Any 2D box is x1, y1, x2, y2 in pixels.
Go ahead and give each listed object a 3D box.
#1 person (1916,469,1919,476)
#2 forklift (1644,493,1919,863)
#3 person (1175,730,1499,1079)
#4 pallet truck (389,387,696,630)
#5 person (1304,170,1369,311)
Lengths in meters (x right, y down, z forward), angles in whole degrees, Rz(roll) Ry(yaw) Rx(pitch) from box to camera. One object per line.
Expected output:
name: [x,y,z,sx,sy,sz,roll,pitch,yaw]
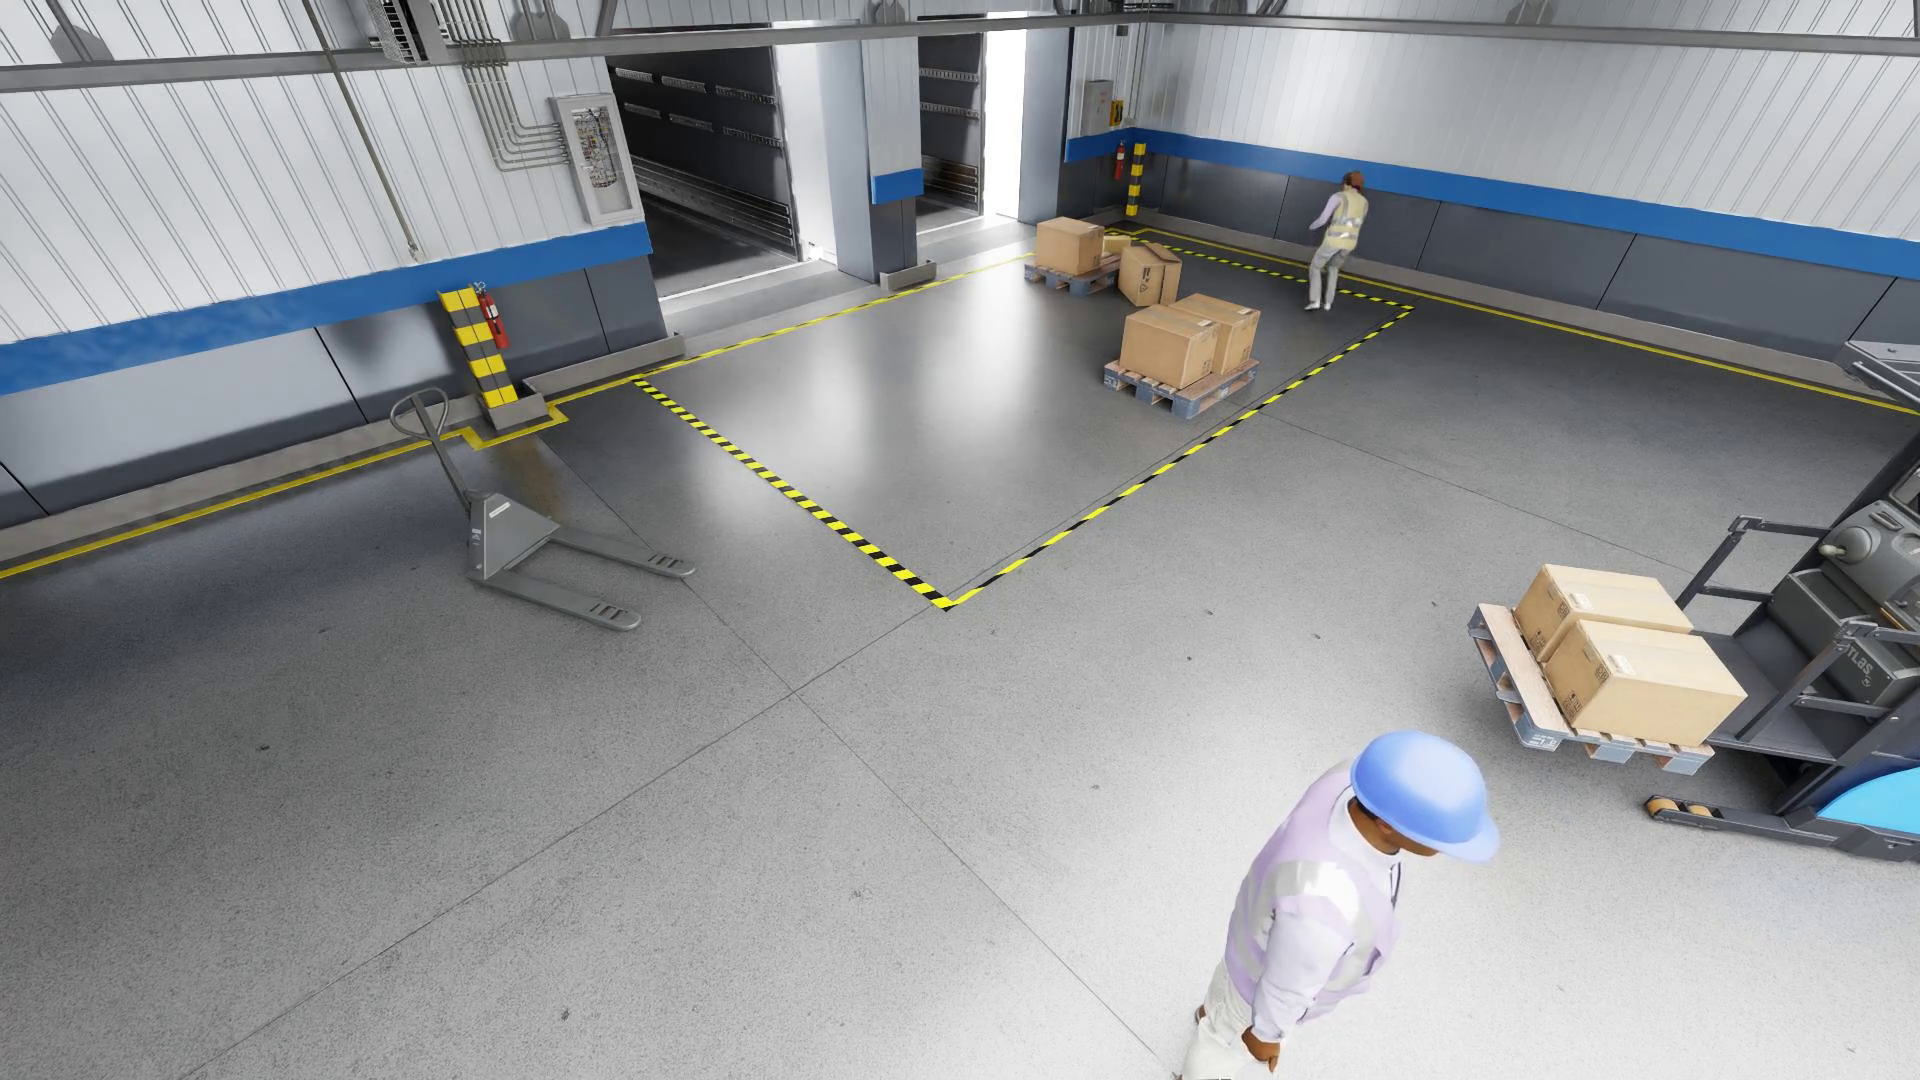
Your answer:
person: [7.924,-1.145,5.341,0.493,1.742,0.306,2,38,3]
forklift: [4.217,0.450,3.037,0.776,2.013,0.716,8,38,11]
person: [0.983,1.200,2.141,0.404,1.946,0.605,24,44,28]
pallet truck: [-2.613,-0.247,4.593,1.601,1.201,0.680,14,40,17]
person: [4.364,-3.453,8.533,0.638,1.508,0.795,-4,38,-5]
